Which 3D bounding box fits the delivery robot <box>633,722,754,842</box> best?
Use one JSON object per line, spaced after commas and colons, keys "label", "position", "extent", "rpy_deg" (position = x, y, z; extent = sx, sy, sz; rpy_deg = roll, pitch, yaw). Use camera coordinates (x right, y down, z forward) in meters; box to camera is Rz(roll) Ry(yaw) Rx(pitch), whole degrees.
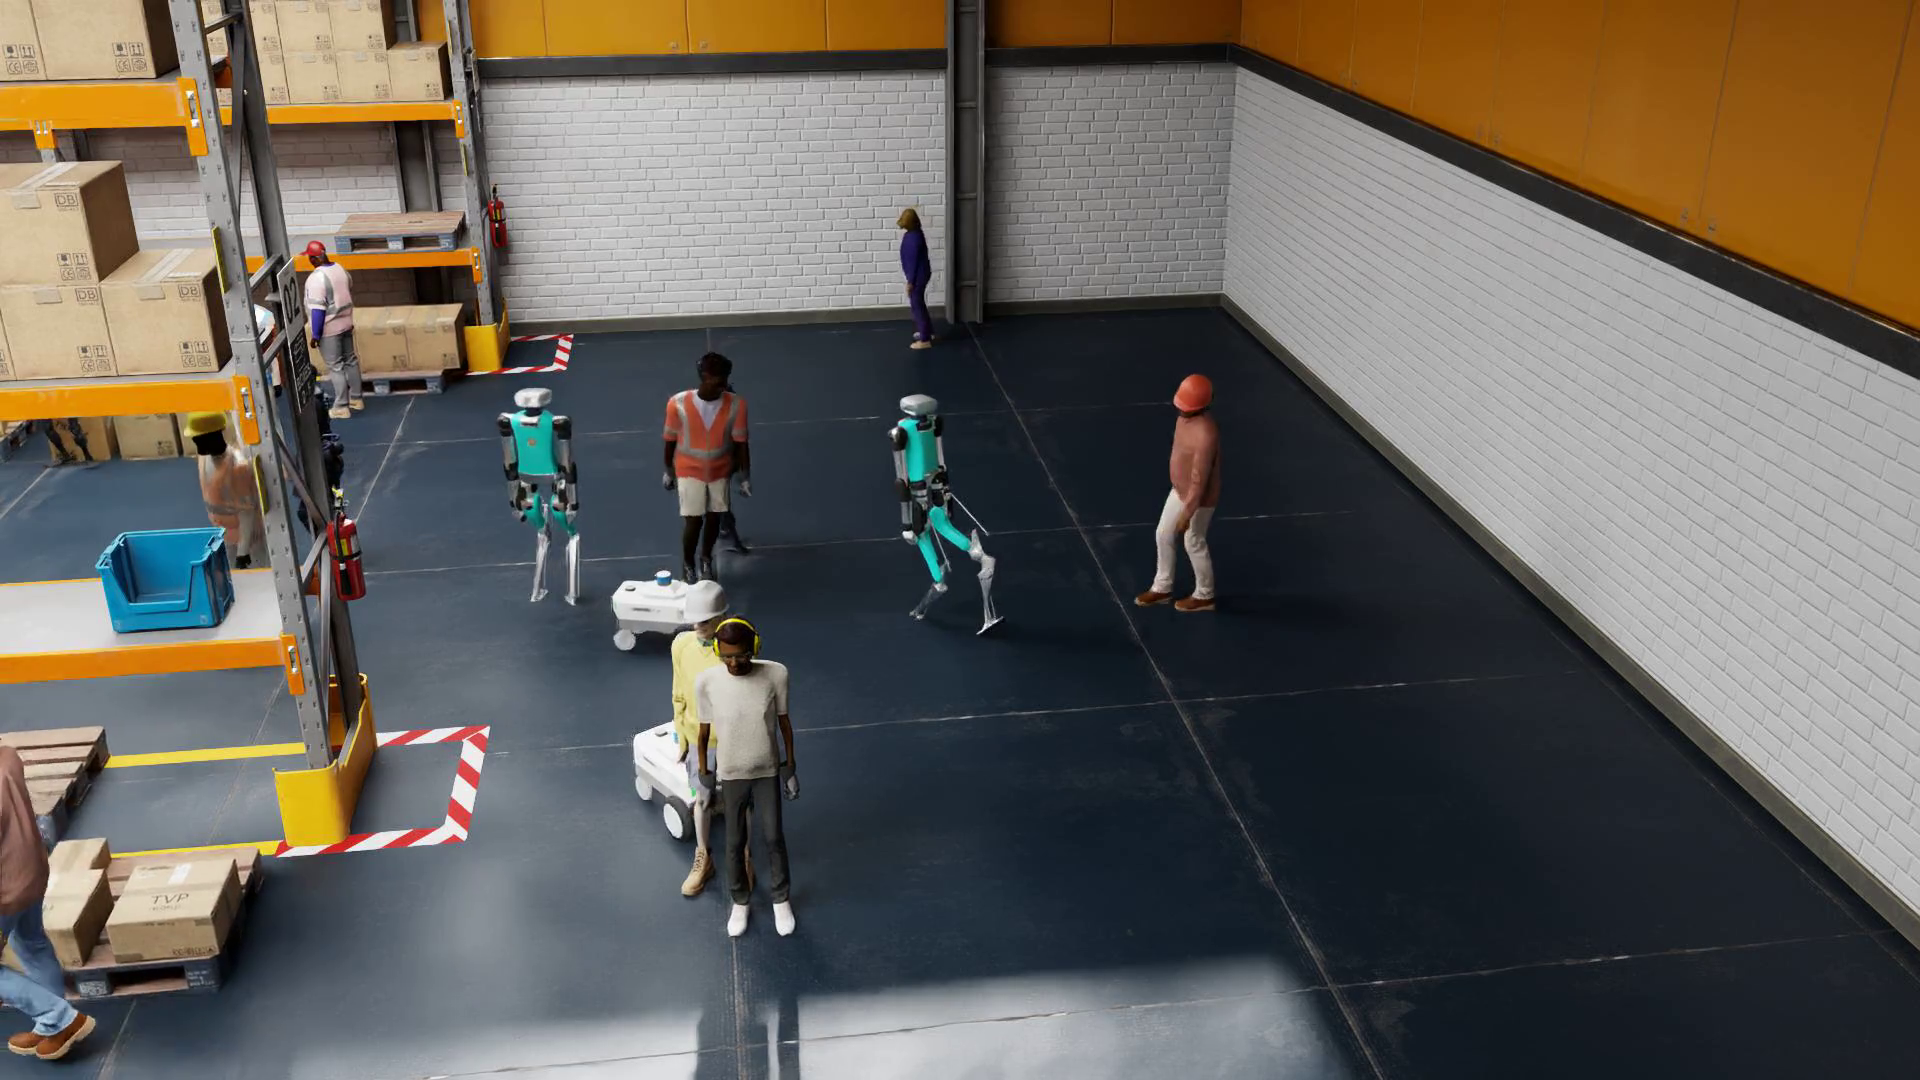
{"label": "delivery robot", "position": [-1.628, 1.376, 9.877], "extent": [0.499, 0.570, 0.750], "rpy_deg": [-19, 30, -37]}

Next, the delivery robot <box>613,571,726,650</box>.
{"label": "delivery robot", "position": [-2.073, 0.516, 11.875], "extent": [0.792, 0.603, 0.499], "rpy_deg": [3, 24, 8]}

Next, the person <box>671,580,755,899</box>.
{"label": "person", "position": [-1.307, 1.064, 8.959], "extent": [0.472, 1.891, 0.398], "rpy_deg": [5, 24, 10]}

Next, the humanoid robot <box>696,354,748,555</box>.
{"label": "humanoid robot", "position": [-1.956, -0.688, 13.235], "extent": [0.553, 1.644, 0.612], "rpy_deg": [13, 27, 27]}

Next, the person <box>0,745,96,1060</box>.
{"label": "person", "position": [-4.413, 1.593, 7.647], "extent": [0.430, 1.976, 0.664], "rpy_deg": [-2, 24, -4]}

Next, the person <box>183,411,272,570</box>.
{"label": "person", "position": [-5.085, -0.028, 11.451], "extent": [0.625, 1.884, 0.950], "rpy_deg": [16, 28, 32]}

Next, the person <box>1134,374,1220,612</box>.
{"label": "person", "position": [1.629, -0.318, 12.044], "extent": [0.681, 1.934, 0.686], "rpy_deg": [-6, 24, -14]}

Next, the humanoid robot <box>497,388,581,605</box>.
{"label": "humanoid robot", "position": [-3.035, -0.344, 12.331], "extent": [0.534, 1.765, 0.704], "rpy_deg": [2, 24, 4]}

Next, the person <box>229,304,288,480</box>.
{"label": "person", "position": [-6.260, -1.399, 14.626], "extent": [0.626, 1.846, 0.429], "rpy_deg": [-1, 24, -2]}

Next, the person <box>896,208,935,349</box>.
{"label": "person", "position": [-0.504, -2.889, 18.327], "extent": [0.426, 1.584, 0.526], "rpy_deg": [-1, 24, -2]}

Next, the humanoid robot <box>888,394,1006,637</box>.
{"label": "humanoid robot", "position": [-0.022, -0.108, 11.889], "extent": [1.015, 1.766, 0.556], "rpy_deg": [18, 29, 35]}

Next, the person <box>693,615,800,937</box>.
{"label": "person", "position": [-1.096, 1.227, 8.634], "extent": [0.525, 1.856, 0.350], "rpy_deg": [-3, 24, -8]}

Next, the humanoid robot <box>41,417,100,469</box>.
{"label": "humanoid robot", "position": [-8.120, -1.406, 14.857], "extent": [0.587, 1.638, 0.380], "rpy_deg": [4, 24, 9]}

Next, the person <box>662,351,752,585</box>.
{"label": "person", "position": [-1.902, -0.516, 12.523], "extent": [0.646, 1.915, 0.566], "rpy_deg": [-8, 25, -18]}

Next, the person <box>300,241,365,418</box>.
{"label": "person", "position": [-6.145, -2.060, 16.247], "extent": [0.418, 1.750, 0.605], "rpy_deg": [6, 24, 14]}

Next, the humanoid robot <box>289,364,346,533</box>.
{"label": "humanoid robot", "position": [-5.029, -0.614, 13.035], "extent": [0.364, 1.649, 0.602], "rpy_deg": [2, 24, 5]}
